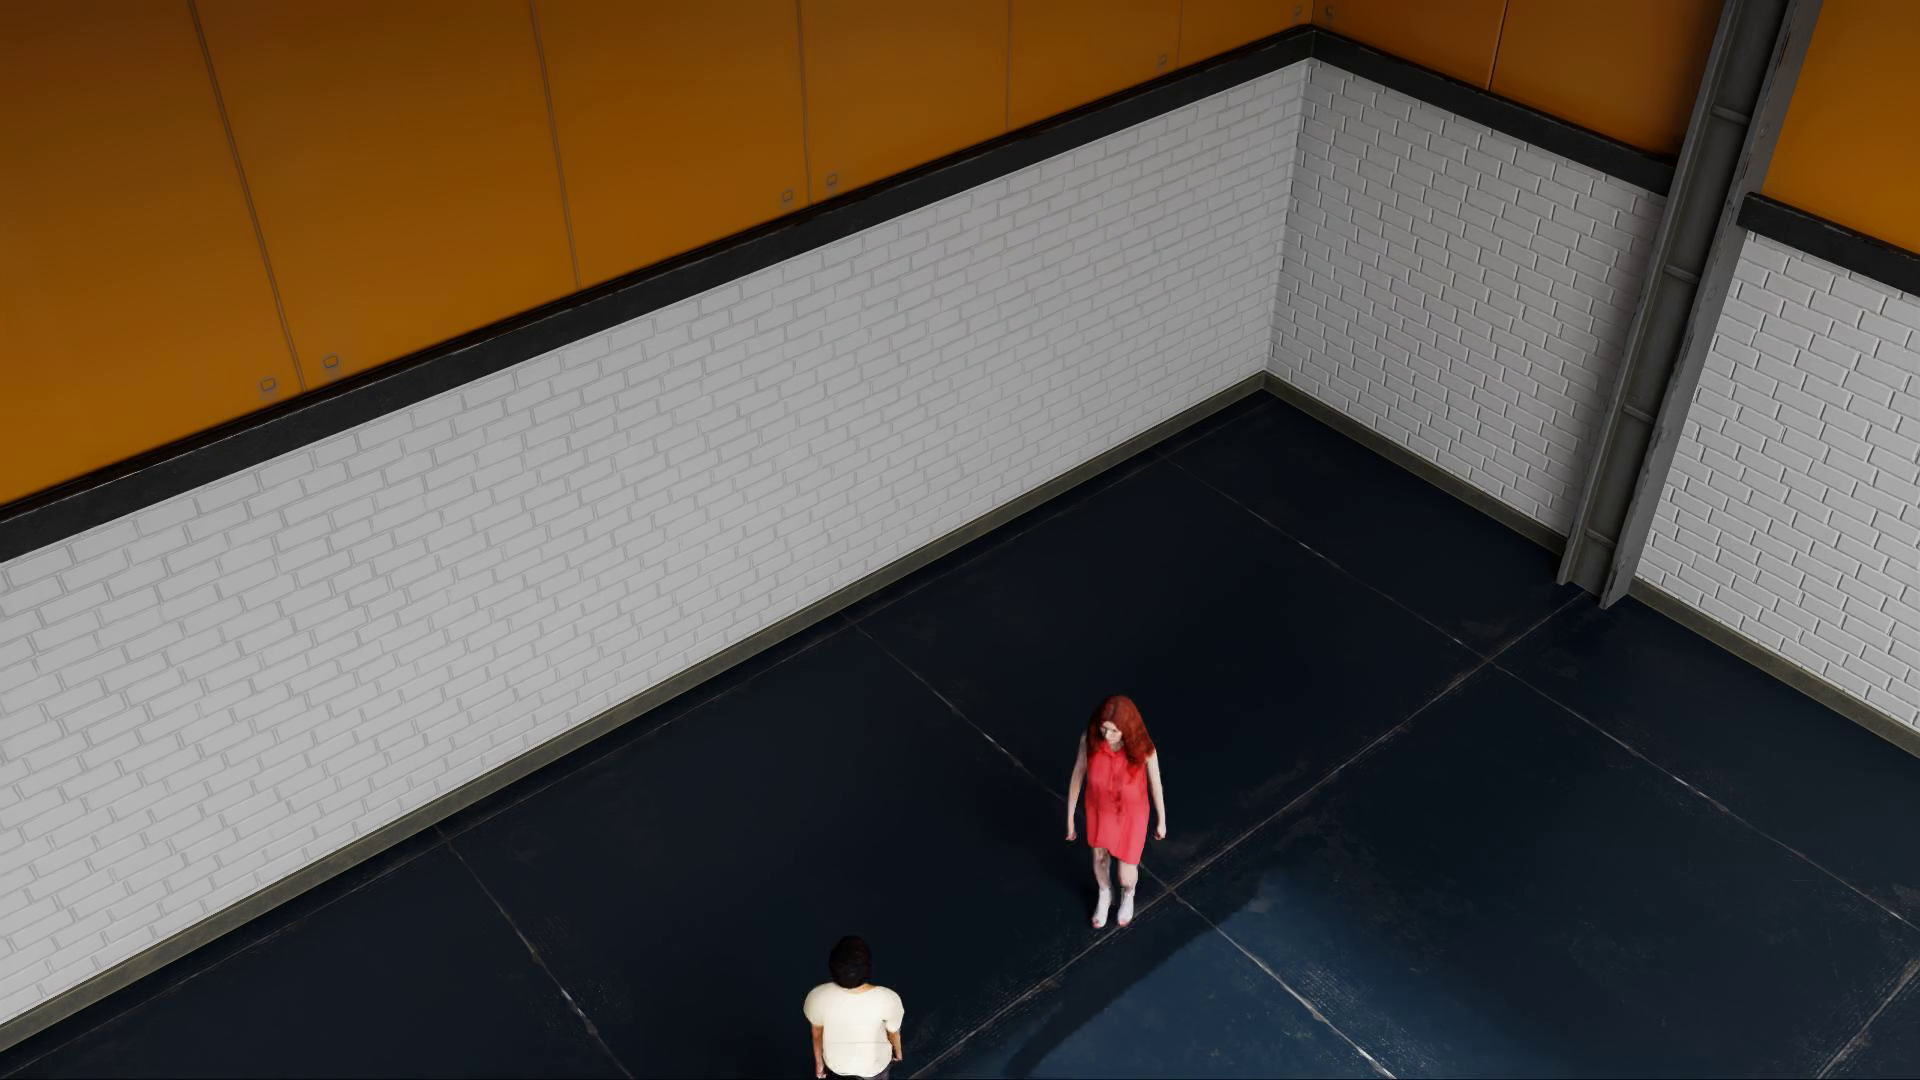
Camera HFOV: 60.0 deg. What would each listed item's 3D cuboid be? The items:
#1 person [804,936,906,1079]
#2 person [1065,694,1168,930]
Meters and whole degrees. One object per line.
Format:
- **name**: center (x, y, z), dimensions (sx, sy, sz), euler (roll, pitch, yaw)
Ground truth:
- **person**: center (-0.480, 2.458, 7.685), dimensions (1.011, 1.543, 1.060), euler (4, 39, 5)
- **person**: center (0.853, 1.402, 8.799), dimensions (0.726, 1.805, 0.837), euler (15, 41, 18)
